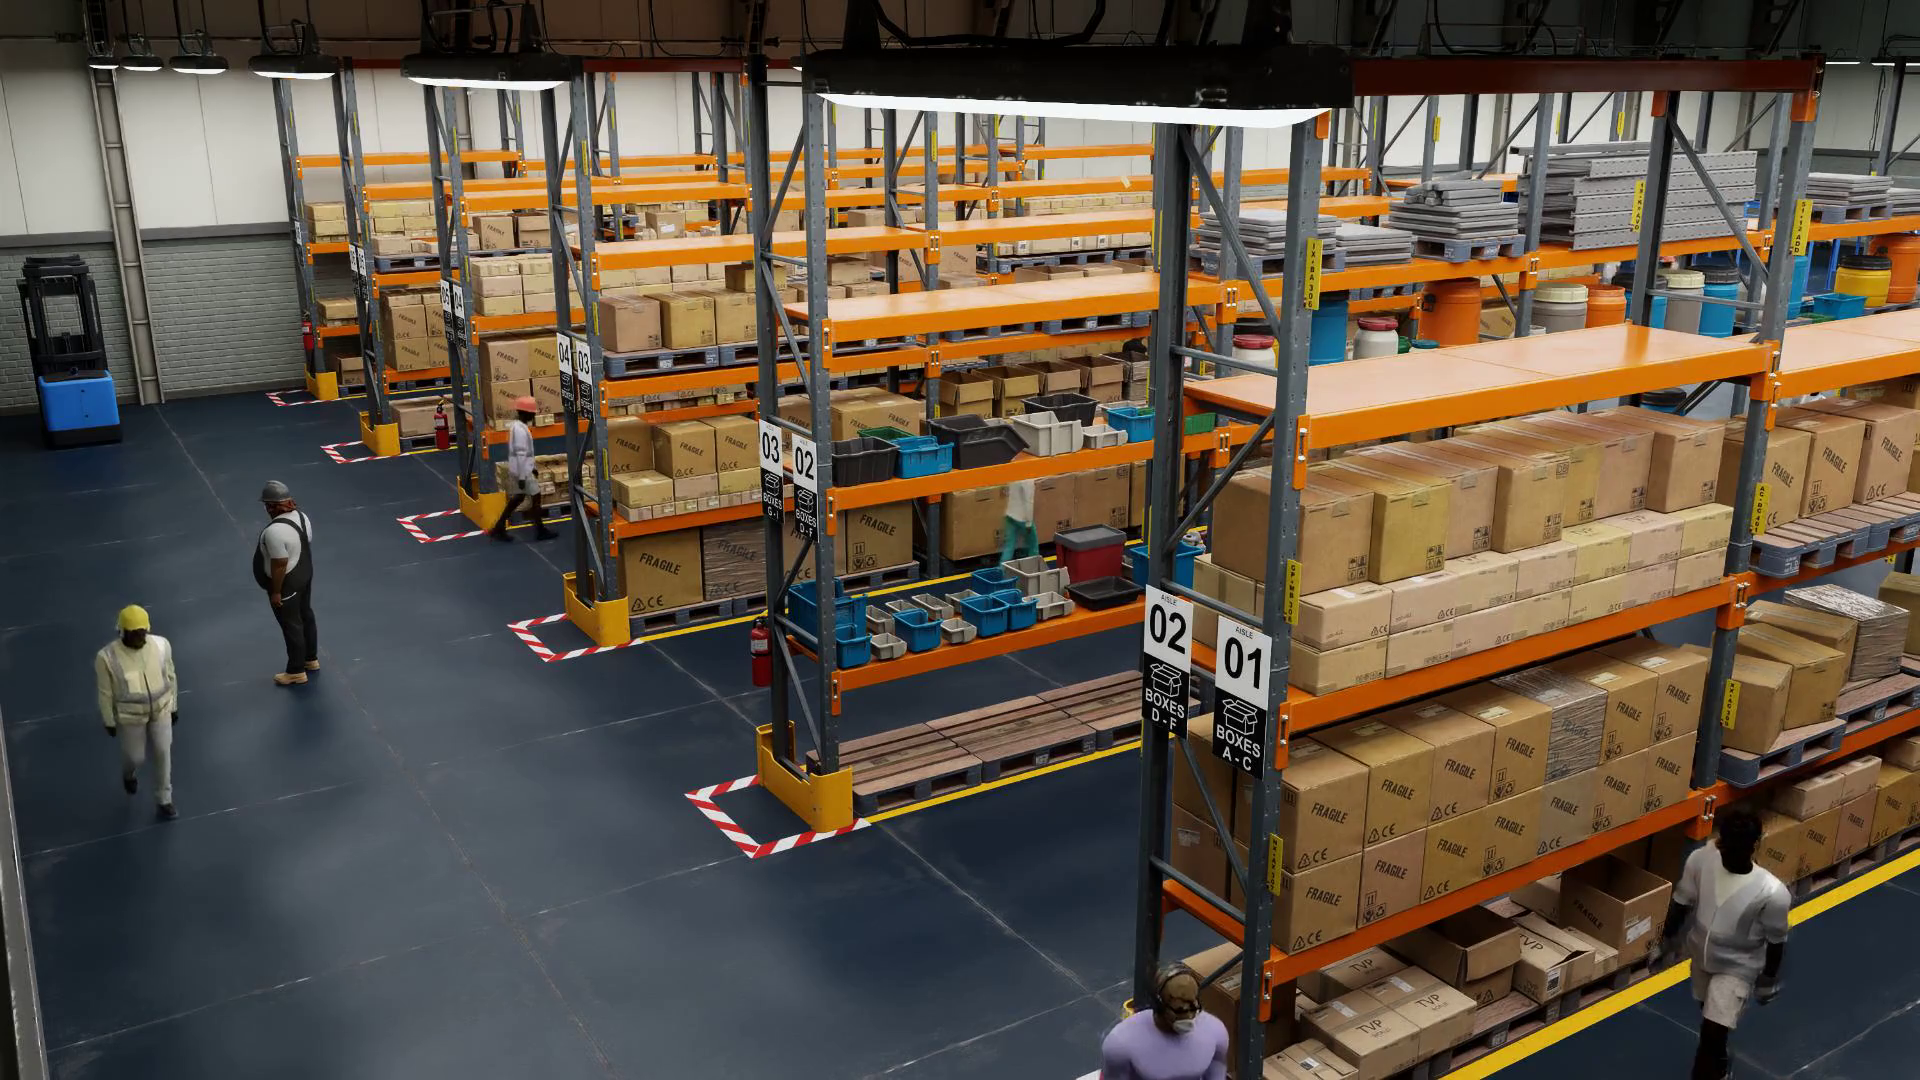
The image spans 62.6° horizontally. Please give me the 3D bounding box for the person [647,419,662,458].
[{"bbox_3d":[-3.647,-0.541,19.029,0.405,1.872,0.583,-14,22,-39],"label":"person"}]

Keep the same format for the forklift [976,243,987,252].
[{"bbox_3d":[0.988,-5.474,34.718,1.214,2.155,2.313,-10,20,-31],"label":"forklift"}]

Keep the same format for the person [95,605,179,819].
[{"bbox_3d":[-6.691,1.364,12.875,0.639,1.810,0.587,16,23,42],"label":"person"}]

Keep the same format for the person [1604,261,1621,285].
[{"bbox_3d":[15.738,-6.296,37.958,0.927,1.825,0.542,-8,19,-24],"label":"person"}]

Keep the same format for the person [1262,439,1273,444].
[{"bbox_3d":[4.688,-1.998,23.563,0.933,2.003,0.652,-9,19,-27],"label":"person"}]

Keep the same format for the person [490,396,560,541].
[{"bbox_3d":[-5.657,-0.905,20.181,0.831,1.895,0.553,-7,18,-22],"label":"person"}]

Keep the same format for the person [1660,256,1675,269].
[{"bbox_3d":[15.577,-5.349,34.702,0.558,1.918,0.769,-16,23,-42],"label":"person"}]

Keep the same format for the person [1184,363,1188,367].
[{"bbox_3d":[3.216,-2.021,23.737,0.389,1.949,0.604,9,19,27],"label":"person"}]

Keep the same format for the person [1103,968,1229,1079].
[{"bbox_3d":[0.996,2.907,7.620,0.652,1.920,0.438,-5,18,-15],"label":"person"}]

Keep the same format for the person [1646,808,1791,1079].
[{"bbox_3d":[4.326,2.450,9.116,0.932,1.927,0.629,-9,19,-27],"label":"person"}]

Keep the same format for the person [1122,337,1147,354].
[{"bbox_3d":[2.844,-2.549,25.403,0.386,1.989,0.608,-10,20,-30],"label":"person"}]

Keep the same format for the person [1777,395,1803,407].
[{"bbox_3d":[12.488,-1.903,23.604,0.591,1.808,0.651,-16,23,-42],"label":"person"}]

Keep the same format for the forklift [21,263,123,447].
[{"bbox_3d":[-14.518,-3.079,25.708,1.129,2.768,1.873,-10,20,-31],"label":"forklift"}]

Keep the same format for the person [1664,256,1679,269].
[{"bbox_3d":[15.844,-5.594,35.594,0.970,1.856,0.660,11,20,33],"label":"person"}]

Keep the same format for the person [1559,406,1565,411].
[{"bbox_3d":[10.169,-2.923,26.838,0.325,1.866,0.521,-15,23,-41],"label":"person"}]

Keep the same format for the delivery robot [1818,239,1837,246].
[{"bbox_3d":[28.581,-9.906,51.858,0.477,0.478,0.707,-3,17,-9],"label":"delivery robot"}]

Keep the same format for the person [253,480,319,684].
[{"bbox_3d":[-6.712,0.417,15.663,0.538,2.000,0.684,0,17,1],"label":"person"}]

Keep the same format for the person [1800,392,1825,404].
[{"bbox_3d":[12.156,-1.549,22.617,0.319,1.696,0.532,-2,17,-6],"label":"person"}]

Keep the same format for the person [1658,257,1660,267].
[{"bbox_3d":[17.689,-6.974,40.506,0.519,1.624,0.450,-5,18,-15],"label":"person"}]

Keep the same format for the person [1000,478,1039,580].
[{"bbox_3d":[0.755,-0.274,18.369,0.748,1.729,0.546,-10,20,-29],"label":"person"}]

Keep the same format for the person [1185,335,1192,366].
[{"bbox_3d":[3.663,-2.305,24.799,0.423,1.869,0.615,-9,19,-27],"label":"person"}]
